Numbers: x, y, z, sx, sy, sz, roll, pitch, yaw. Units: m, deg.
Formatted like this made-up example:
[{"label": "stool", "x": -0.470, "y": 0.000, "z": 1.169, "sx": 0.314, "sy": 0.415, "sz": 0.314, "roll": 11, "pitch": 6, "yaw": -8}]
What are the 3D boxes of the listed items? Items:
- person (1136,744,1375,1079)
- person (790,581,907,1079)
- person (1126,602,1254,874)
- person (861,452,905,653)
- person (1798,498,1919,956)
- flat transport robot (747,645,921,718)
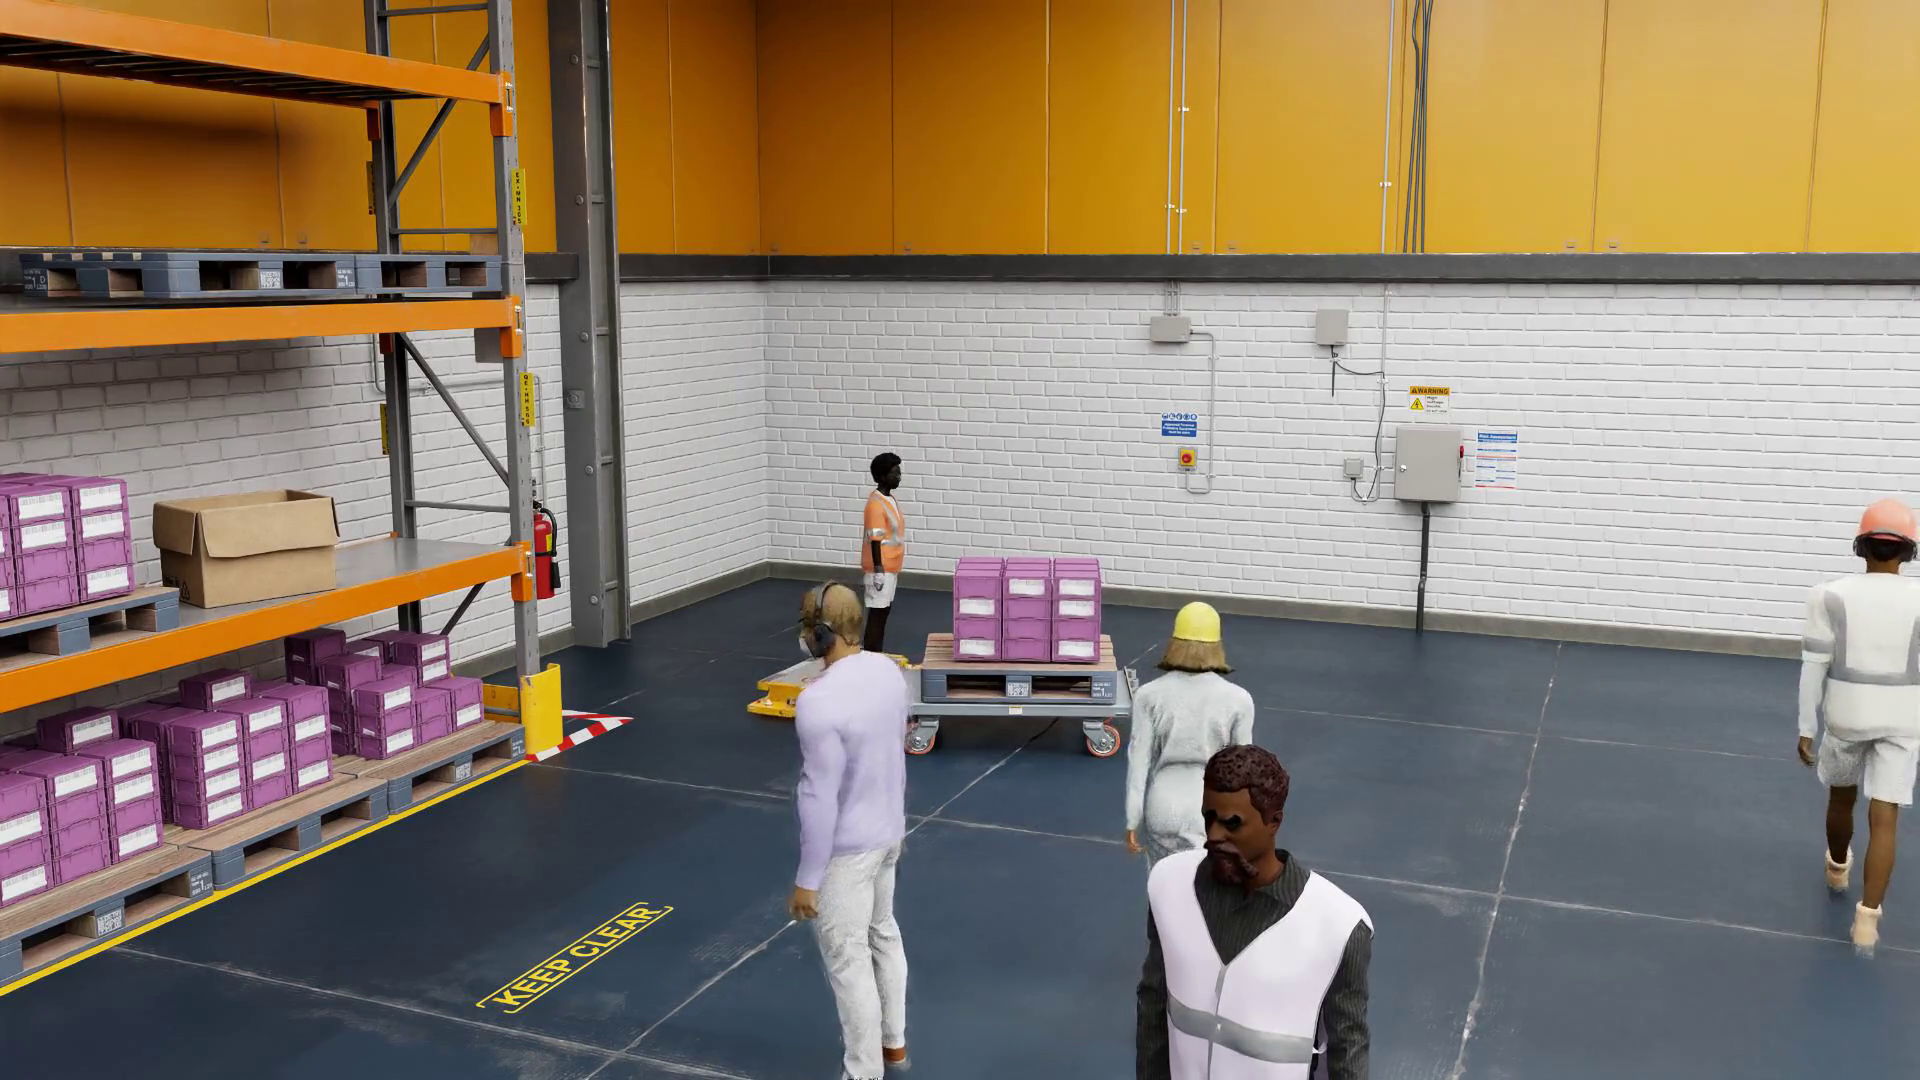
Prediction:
[{"label": "person", "x": 0.699, "y": 1.418, "z": 4.068, "sx": 0.596, "sy": 1.914, "sz": 0.372, "roll": 7, "pitch": 12, "yaw": 36}, {"label": "person", "x": -0.388, "y": 1.096, "z": 6.008, "sx": 0.416, "sy": 1.919, "sz": 0.681, "roll": 4, "pitch": 10, "yaw": 24}, {"label": "person", "x": 0.921, "y": 1.096, "z": 6.685, "sx": 0.482, "sy": 1.681, "sz": 0.862, "roll": 2, "pitch": 10, "yaw": 14}, {"label": "person", "x": -0.554, "y": 0.204, "z": 12.081, "sx": 0.317, "sy": 1.696, "sz": 0.540, "roll": 1, "pitch": 9, "yaw": 8}, {"label": "person", "x": 4.171, "y": 0.799, "z": 7.600, "sx": 0.621, "sy": 1.983, "sz": 1.069, "roll": 5, "pitch": 11, "yaw": 29}, {"label": "flat transport robot", "x": -0.847, "y": 0.988, "z": 11.646, "sx": 0.652, "sy": 0.197, "sz": 1.431, "roll": 4, "pitch": 10, "yaw": 23}]
